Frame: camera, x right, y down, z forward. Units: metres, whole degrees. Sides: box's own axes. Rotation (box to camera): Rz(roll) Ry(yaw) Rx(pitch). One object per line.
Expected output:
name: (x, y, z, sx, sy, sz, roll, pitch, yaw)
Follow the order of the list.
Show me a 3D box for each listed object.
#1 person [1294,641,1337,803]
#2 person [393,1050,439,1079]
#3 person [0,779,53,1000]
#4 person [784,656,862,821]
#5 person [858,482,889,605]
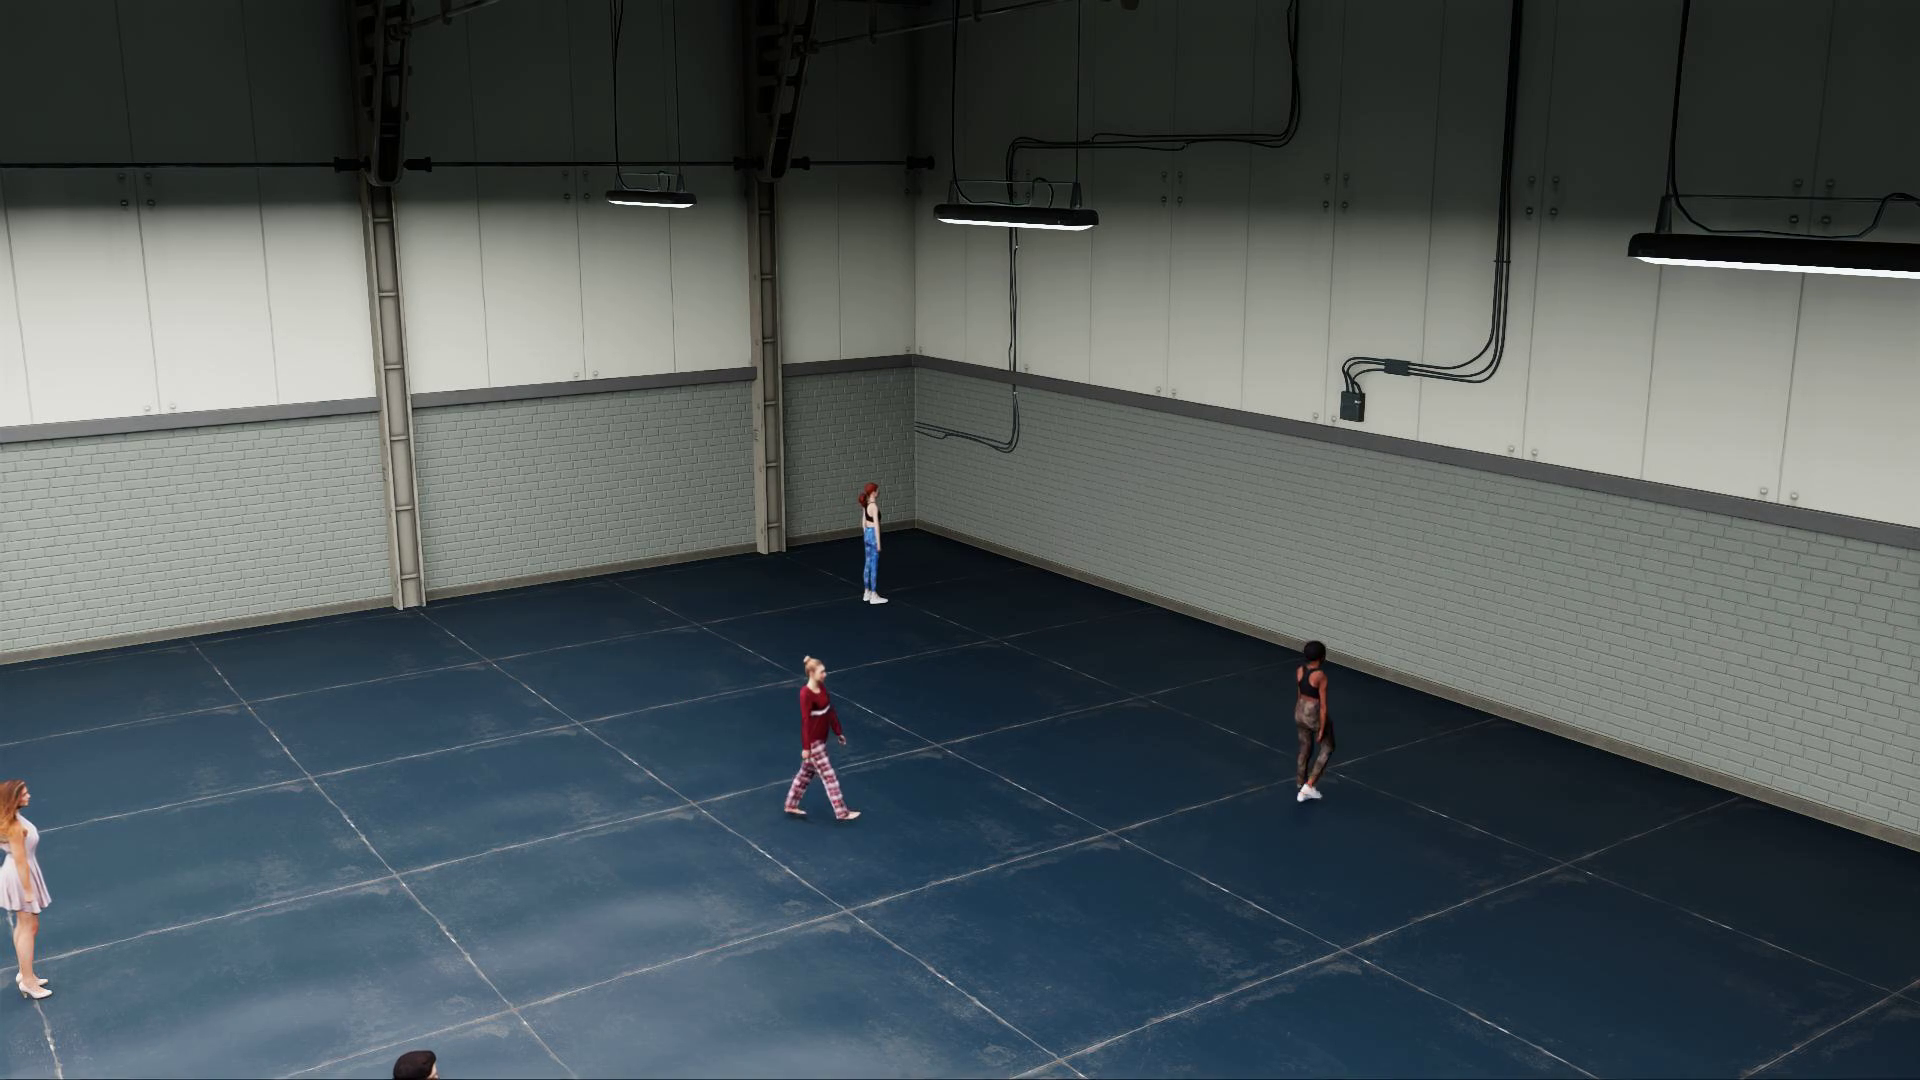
person: (3.483, 1.847, 16.763, 0.625, 1.687, 0.589, -10, 16, -37)
person: (-2.922, 3.596, 8.785, 0.628, 1.879, 0.692, -7, 15, -27)
person: (-7.284, 2.694, 12.922, 0.571, 1.768, 0.559, -8, 15, -32)
person: (-1.484, 1.963, 16.330, 1.099, 1.657, 1.073, 3, 13, 14)
person: (-1.286, 0.035, 24.371, 0.598, 1.784, 0.585, -7, 15, -28)
